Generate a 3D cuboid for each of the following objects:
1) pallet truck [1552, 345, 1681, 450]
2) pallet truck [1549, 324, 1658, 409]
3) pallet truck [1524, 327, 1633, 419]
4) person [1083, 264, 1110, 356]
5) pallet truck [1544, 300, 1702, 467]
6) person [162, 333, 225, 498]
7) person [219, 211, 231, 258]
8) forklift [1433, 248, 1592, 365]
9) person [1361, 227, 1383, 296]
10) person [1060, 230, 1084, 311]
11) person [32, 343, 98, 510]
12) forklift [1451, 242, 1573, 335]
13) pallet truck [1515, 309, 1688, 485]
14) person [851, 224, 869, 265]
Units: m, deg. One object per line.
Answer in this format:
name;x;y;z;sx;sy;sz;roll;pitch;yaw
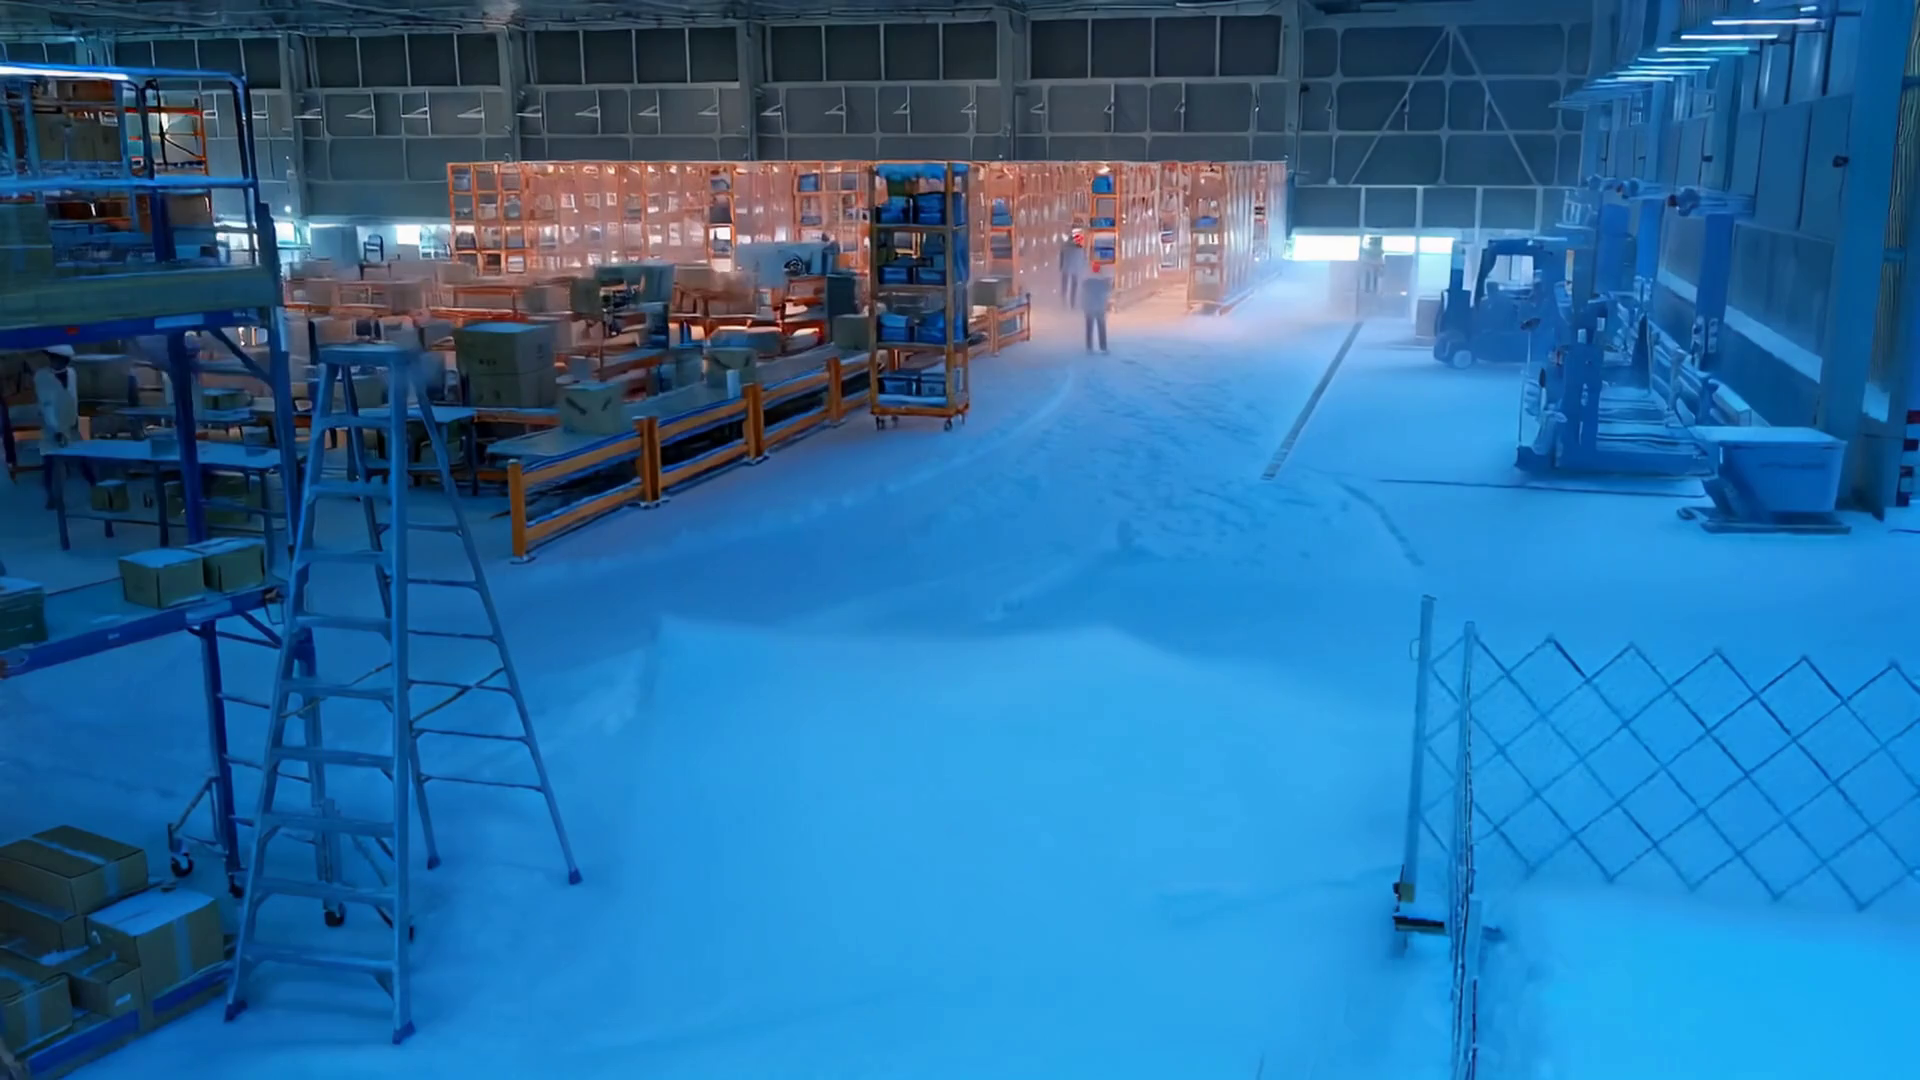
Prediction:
pallet truck;8.641;-1.896;21.908;1.630;1.274;0.653;4;14;16
pallet truck;9.824;-2.669;25.407;1.601;1.201;0.680;4;14;16
pallet truck;9.065;-2.460;24.370;1.522;1.261;0.704;3;13;14
person;2.594;-4.351;31.594;0.532;1.727;0.887;-3;13;-11
pallet truck;8.263;-1.952;20.631;1.885;1.965;0.823;5;14;20
person;-7.962;-1.133;17.121;1.051;2.005;0.608;4;14;18
person;-27.249;-11.340;61.729;0.526;1.752;0.430;4;14;16
forklift;9.780;-4.111;29.280;2.680;1.987;1.157;3;13;14
person;11.174;-7.542;45.106;0.569;1.844;0.377;-2;13;-10
person;2.716;-6.576;40.649;0.618;1.972;0.451;4;13;15
person;-9.493;-1.215;17.700;1.002;1.874;0.548;6;14;23
forklift;10.464;-4.597;31.405;2.680;1.987;1.157;4;14;16
pallet truck;7.554;-1.677;19.446;1.885;1.965;0.823;3;13;14
person;-2.994;-8.568;49.565;0.588;1.835;0.403;-4;14;-17
